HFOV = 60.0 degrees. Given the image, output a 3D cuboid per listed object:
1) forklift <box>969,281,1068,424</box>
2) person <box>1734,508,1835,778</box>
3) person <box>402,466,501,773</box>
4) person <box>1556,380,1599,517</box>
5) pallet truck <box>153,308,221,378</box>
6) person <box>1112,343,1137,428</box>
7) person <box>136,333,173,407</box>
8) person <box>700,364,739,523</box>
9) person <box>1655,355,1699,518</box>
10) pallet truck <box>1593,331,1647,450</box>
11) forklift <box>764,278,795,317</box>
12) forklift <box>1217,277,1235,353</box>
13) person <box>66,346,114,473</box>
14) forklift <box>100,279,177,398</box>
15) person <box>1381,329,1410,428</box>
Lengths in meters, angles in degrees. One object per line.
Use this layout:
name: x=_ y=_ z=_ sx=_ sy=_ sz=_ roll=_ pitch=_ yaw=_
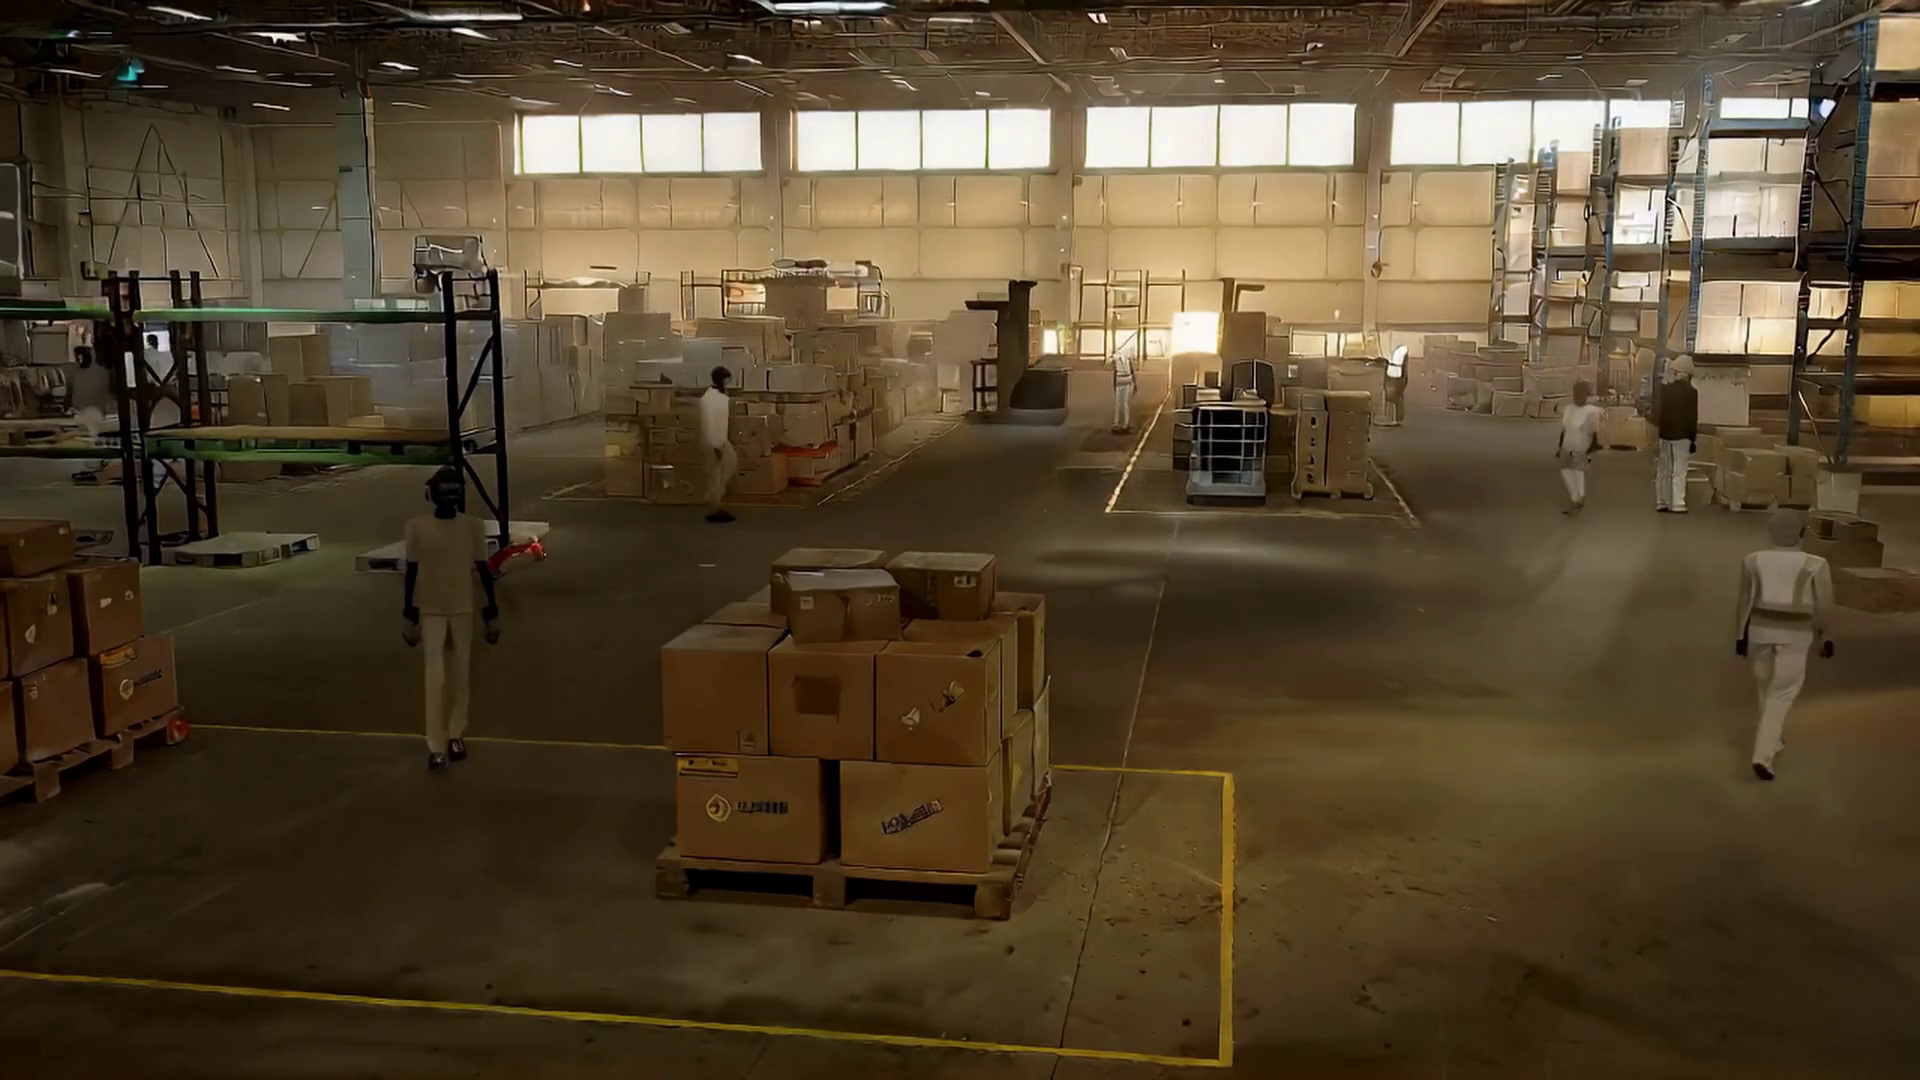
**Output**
forklift: x=1.189 y=-3.753 z=33.060 sx=1.873 sy=2.768 sz=1.129 roll=1 pitch=9 yaw=9
person: x=4.967 y=0.611 z=10.089 sx=0.854 sy=1.596 sz=0.520 roll=-8 pitch=12 yaw=-42
person: x=-3.078 y=0.484 z=10.090 sx=0.565 sy=1.847 sz=0.722 roll=-4 pitch=10 yaw=-22
person: x=7.652 y=-1.132 z=20.558 sx=0.446 sy=1.698 sz=0.569 roll=-4 pitch=10 yaw=-25
pallet truck: x=-21.869 y=-5.598 z=47.154 sx=0.823 sy=1.965 sz=1.885 roll=4 pitch=10 yaw=26
person: x=3.183 y=-2.990 z=32.170 sx=0.523 sy=1.640 sz=0.306 roll=-3 pitch=10 yaw=-16
person: x=-18.020 y=-3.783 z=37.024 sx=0.543 sy=1.649 sz=0.897 roll=6 pitch=11 yaw=34
person: x=-2.896 y=-1.147 z=19.963 sx=0.421 sy=1.918 sz=0.644 roll=1 pitch=9 yaw=8
person: x=8.835 y=-1.268 z=20.453 sx=0.373 sy=1.997 sz=0.619 roll=-3 pitch=10 yaw=-19
pallet truck: x=11.253 y=-2.573 z=28.499 sx=0.823 sy=1.965 sz=1.885 roll=5 pitch=10 yaw=27
forklift: x=-4.590 y=-5.277 z=42.458 sx=1.873 sy=2.768 sz=1.129 roll=5 pitch=11 yaw=29
forklift: x=7.776 y=-6.235 z=48.370 sx=1.873 sy=2.768 sz=1.129 roll=1 pitch=9 yaw=9
person: x=-13.153 y=-1.992 z=25.193 sx=0.632 sy=1.920 sz=0.844 roll=2 pitch=9 yaw=13
forklift: x=-19.606 y=-4.720 z=39.027 sx=1.873 sy=2.768 sz=1.129 roll=1 pitch=9 yaw=9
person: x=8.418 y=-3.108 z=32.074 sx=0.401 sy=1.911 sz=0.588 roll=-5 pitch=11 yaw=-30
